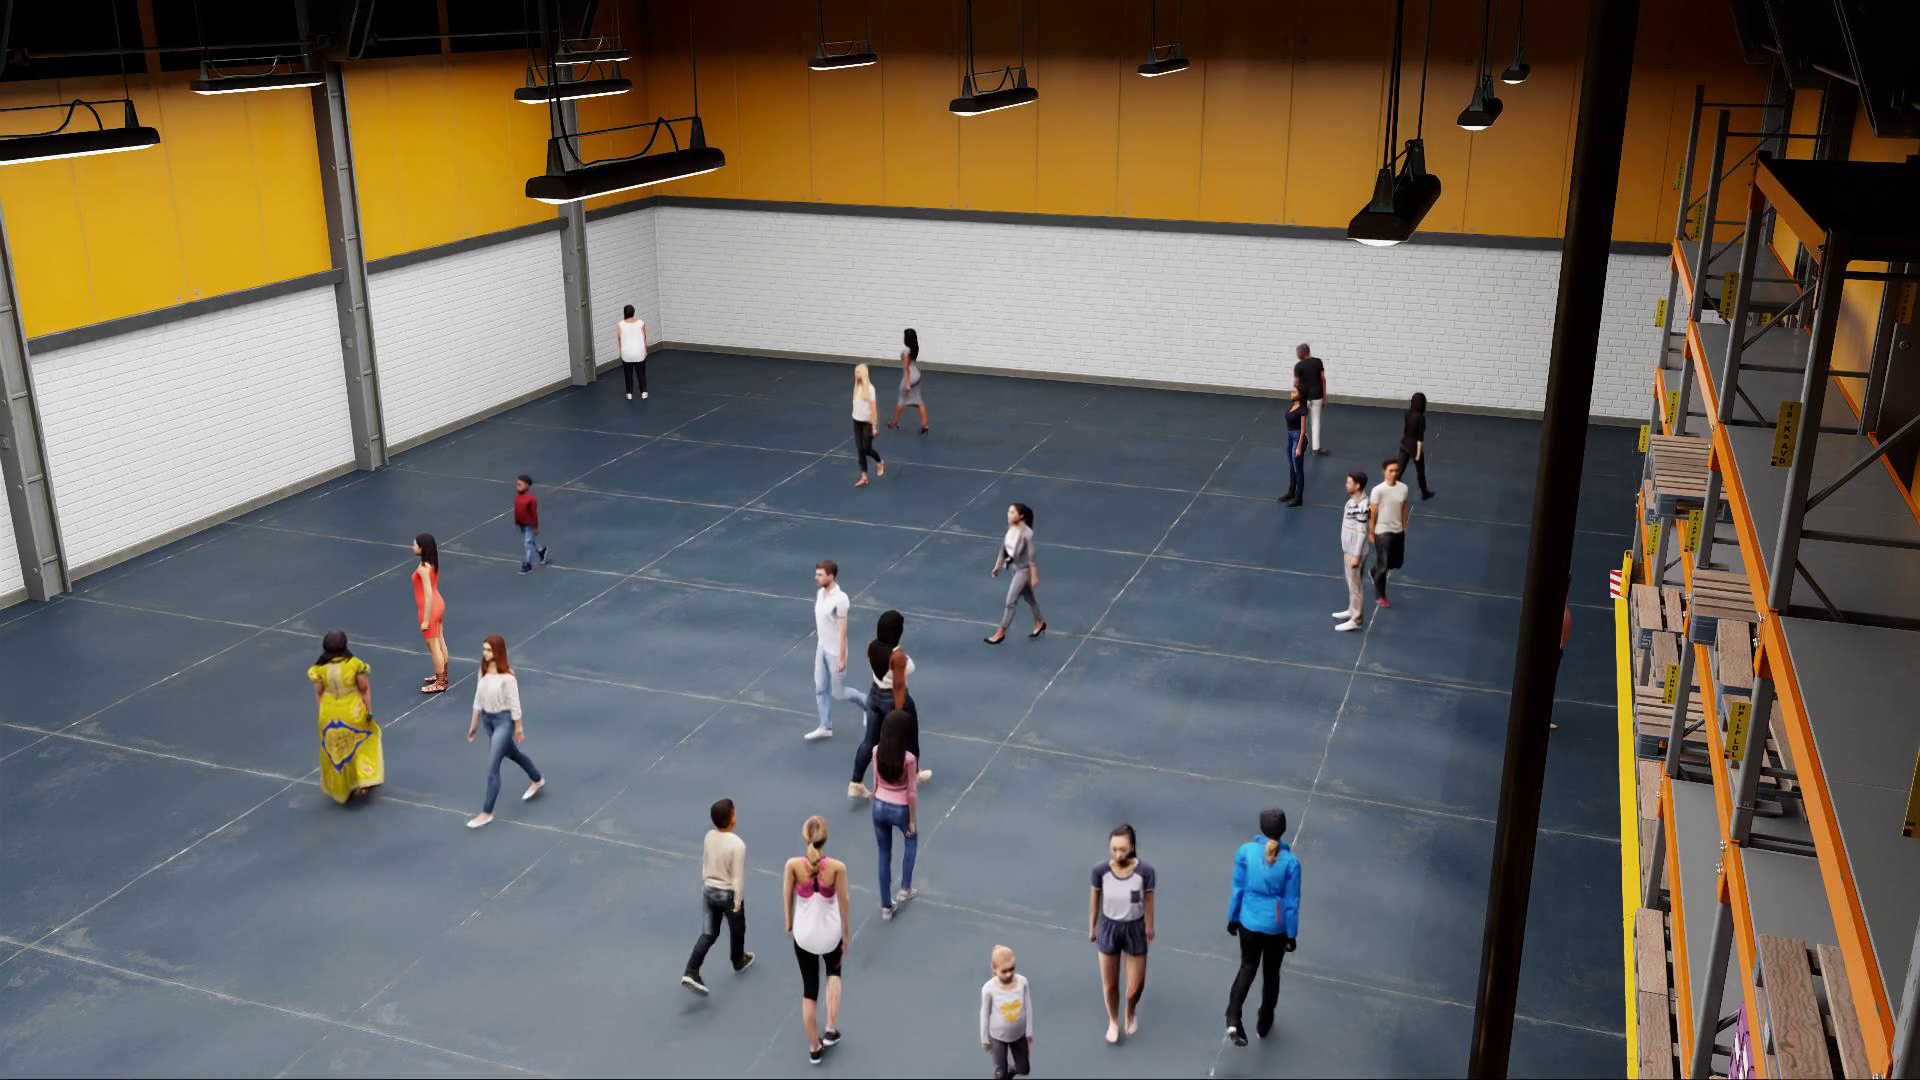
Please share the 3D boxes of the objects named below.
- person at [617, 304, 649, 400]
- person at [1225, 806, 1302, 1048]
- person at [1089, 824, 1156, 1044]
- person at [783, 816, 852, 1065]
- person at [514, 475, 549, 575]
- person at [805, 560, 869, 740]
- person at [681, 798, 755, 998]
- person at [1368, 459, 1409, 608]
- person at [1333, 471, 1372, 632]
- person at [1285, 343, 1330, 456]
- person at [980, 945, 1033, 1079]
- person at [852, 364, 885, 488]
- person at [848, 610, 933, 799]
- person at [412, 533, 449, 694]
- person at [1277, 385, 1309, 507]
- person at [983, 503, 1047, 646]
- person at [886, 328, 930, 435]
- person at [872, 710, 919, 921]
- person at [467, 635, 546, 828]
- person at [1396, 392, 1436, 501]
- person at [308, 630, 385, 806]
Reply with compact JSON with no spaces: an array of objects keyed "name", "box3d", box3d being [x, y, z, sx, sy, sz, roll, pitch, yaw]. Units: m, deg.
[{"name":"person","box3d":[-5.822,-3.357,29.570,0.760,1.687,0.783,-4,19,-10]},{"name":"person","box3d":[2.057,2.710,11.411,0.700,1.778,0.954,10,21,27]},{"name":"person","box3d":[1.138,2.717,11.610,0.640,1.638,0.609,4,19,11]},{"name":"person","box3d":[-0.980,2.757,11.287,0.715,1.768,0.746,-1,19,-2]},{"name":"person","box3d":[-5.409,-0.225,20.969,0.632,1.241,0.854,13,22,33]},{"name":"person","box3d":[-1.166,1.074,16.187,1.094,1.832,0.970,-13,23,-34]},{"name":"person","box3d":[-1.780,2.649,12.150,0.620,1.423,1.005,9,21,25]},{"name":"person","box3d":[5.046,-0.112,19.783,0.906,1.785,0.979,-7,20,-19]},{"name":"person","box3d":[4.533,0.102,19.029,0.794,1.860,0.573,2,19,7]},{"name":"person","box3d":[5.516,-2.192,25.978,0.951,1.772,0.900,0,19,0]},{"name":"person","box3d":[0.291,3.178,10.817,0.694,1.271,0.774,-5,19,-16]},{"name":"person","box3d":[-1.343,-1.696,24.436,0.751,1.816,0.880,14,23,36]},{"name":"person","box3d":[-0.715,1.522,14.954,0.970,1.770,1.252,17,25,42]},{"name":"person","box3d":[-5.510,0.746,17.336,0.723,1.719,0.606,-2,19,-6]},{"name":"person","box3d":[4.770,-1.355,23.548,0.706,1.737,0.618,-4,19,-12]},{"name":"person","box3d":[0.753,0.382,18.565,1.144,1.625,1.072,-9,20,-24]},{"name":"person","box3d":[-0.707,-2.547,27.068,0.806,1.749,0.993,12,22,32]},{"name":"person","box3d":[-0.562,2.180,13.069,0.592,1.725,0.702,6,19,16]},{"name":"person","box3d":[-4.016,1.629,14.772,0.830,1.683,1.216,14,23,35]},{"name":"person","box3d":[6.302,-1.258,23.474,1.119,1.600,0.977,-11,22,-31]},{"name":"person","box3d":[-5.508,1.616,14.866,0.937,1.646,1.001,-4,19,-13]}]
